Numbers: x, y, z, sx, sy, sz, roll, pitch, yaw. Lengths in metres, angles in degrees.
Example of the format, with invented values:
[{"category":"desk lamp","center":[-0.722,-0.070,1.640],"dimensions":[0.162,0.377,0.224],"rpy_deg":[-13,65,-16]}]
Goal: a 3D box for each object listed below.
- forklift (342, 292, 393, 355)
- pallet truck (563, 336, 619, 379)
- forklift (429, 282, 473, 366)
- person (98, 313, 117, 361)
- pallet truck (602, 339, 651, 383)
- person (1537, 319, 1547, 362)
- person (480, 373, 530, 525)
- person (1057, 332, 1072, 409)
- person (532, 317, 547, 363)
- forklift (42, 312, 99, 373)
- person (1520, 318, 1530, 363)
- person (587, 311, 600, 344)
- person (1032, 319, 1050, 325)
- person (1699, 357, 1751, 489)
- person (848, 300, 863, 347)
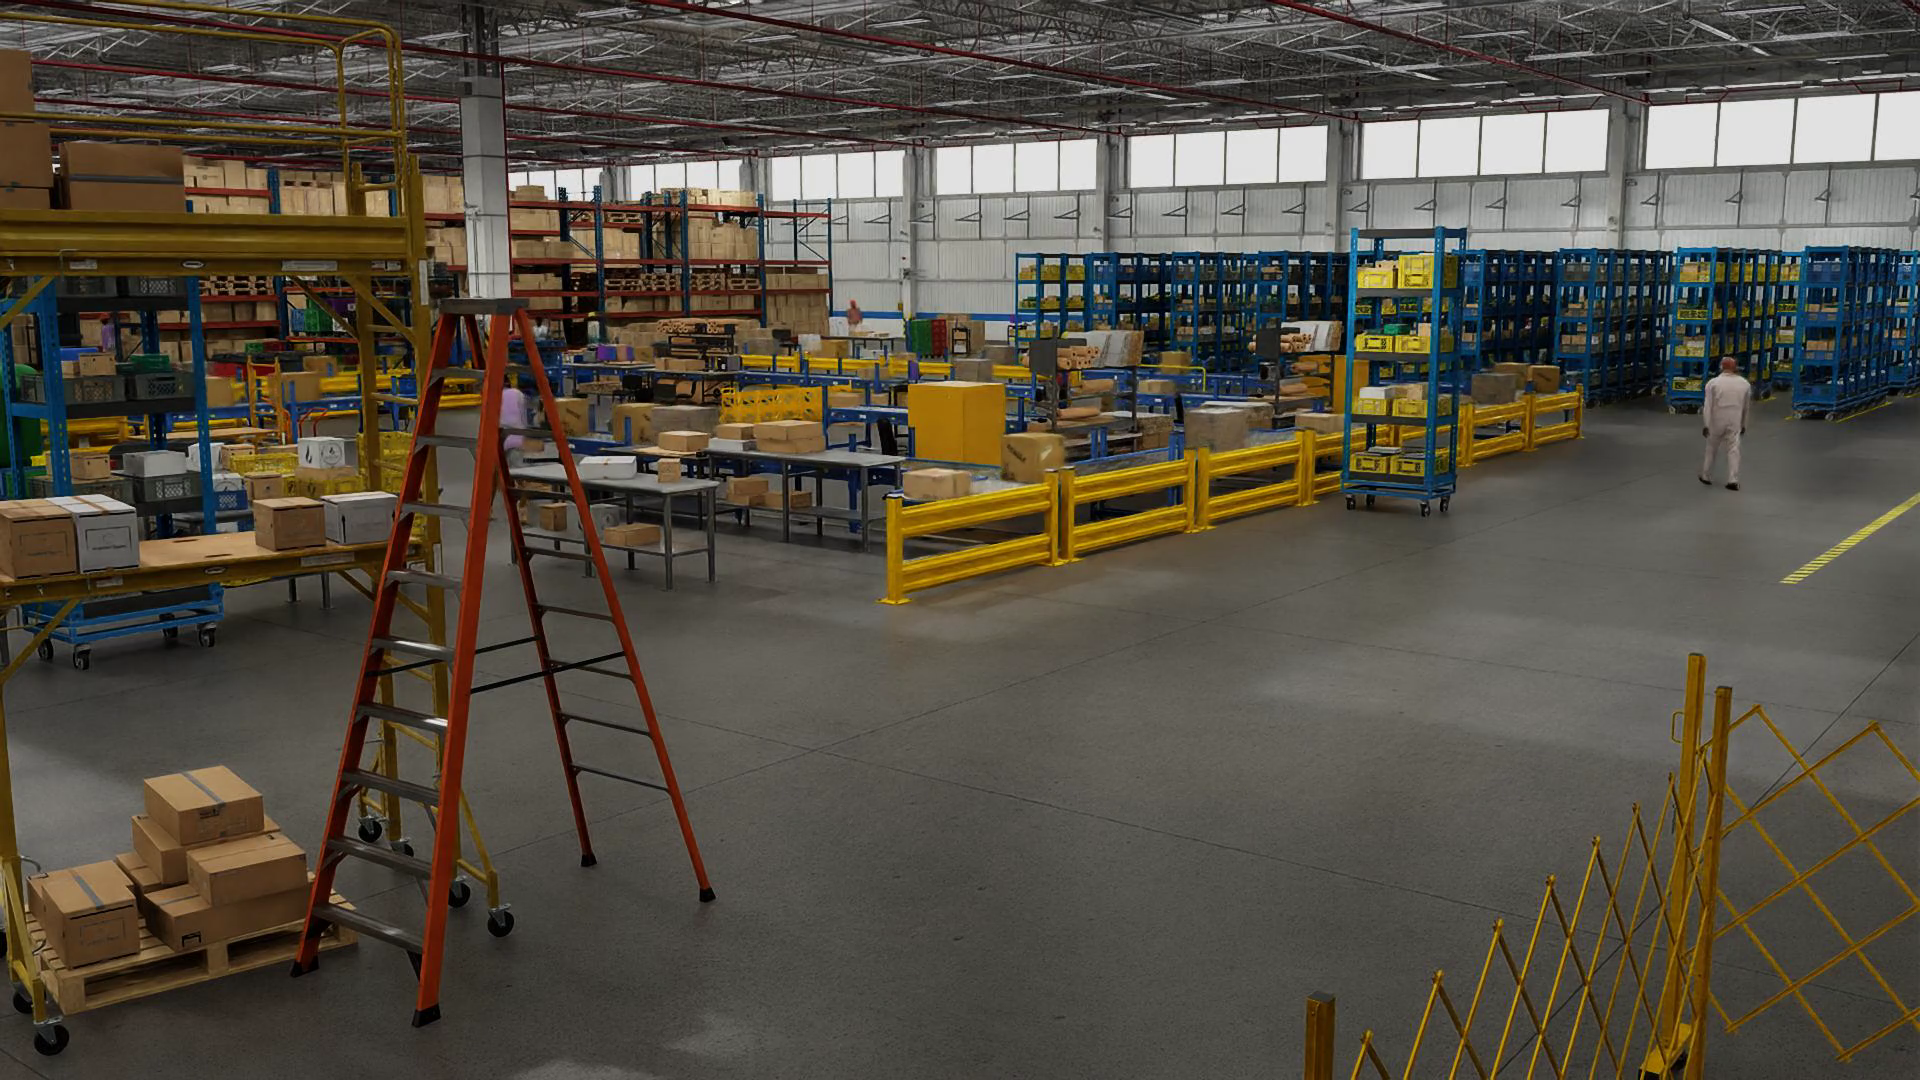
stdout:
[{"category":"forklift","center":[-16.485,-5.622,45.120],"dimensions":[1.129,2.768,1.873],"rpy_deg":[7,11,37]},{"category":"pallet truck","center":[-10.690,-5.294,48.215],"dimensions":[1.601,1.201,0.680],"rpy_deg":[-5,10,-26]},{"category":"forklift","center":[-15.513,-6.379,49.842],"dimensions":[1.129,2.768,1.873],"rpy_deg":[7,11,37]},{"category":"person","center":[-24.854,-5.683,48.615],"dimensions":[0.845,1.912,0.564],"rpy_deg":[-9,13,-44]},{"category":"pallet truck","center":[-8.991,-4.871,45.351],"dimensions":[0.653,1.274,1.630],"rpy_deg":[7,11,37]},{"category":"person","center":[16.316,-5.337,46.780],"dimensions":[0.642,1.789,0.629],"rpy_deg":[2,9,11]},{"category":"person","center":[-5.536,-1.174,20.163],"dimensions":[0.606,1.980,1.050],"rpy_deg":[-8,12,-41]},{"category":"person","center":[2.305,-3.702,36.609],"dimensions":[0.329,1.765,0.526],"rpy_deg":[6,11,32]},{"category":"person","center":[-13.460,-6.342,53.407],"dimensions":[0.537,1.664,0.844],"rpy_deg":[2,9,10]},{"category":"forklift","center":[-23.779,-5.451,44.052],"dimensions":[1.873,2.768,1.129],"rpy_deg":[7,11,36]},{"category":"person","center":[15.830,-5.342,46.593],"dimensions":[0.372,1.843,0.570],"rpy_deg":[-1,9,-7]},{"category":"person","center":[-12.549,-6.974,57.077],"dimensions":[0.530,1.752,0.554],"rpy_deg":[7,11,36]},{"category":"person","center":[2.498,-6.163,51.410],"dimensions":[0.606,1.943,0.403],"rpy_deg":[-1,9,-8]},{"category":"person","center":[10.852,-1.664,23.603],"dimensions":[0.660,1.853,1.027],"rpy_deg":[1,9,5]},{"category":"person","center":[-4.272,-8.917,68.590],"dimensions":[0.698,1.945,0.708],"rpy_deg":[-4,10,-23]}]
